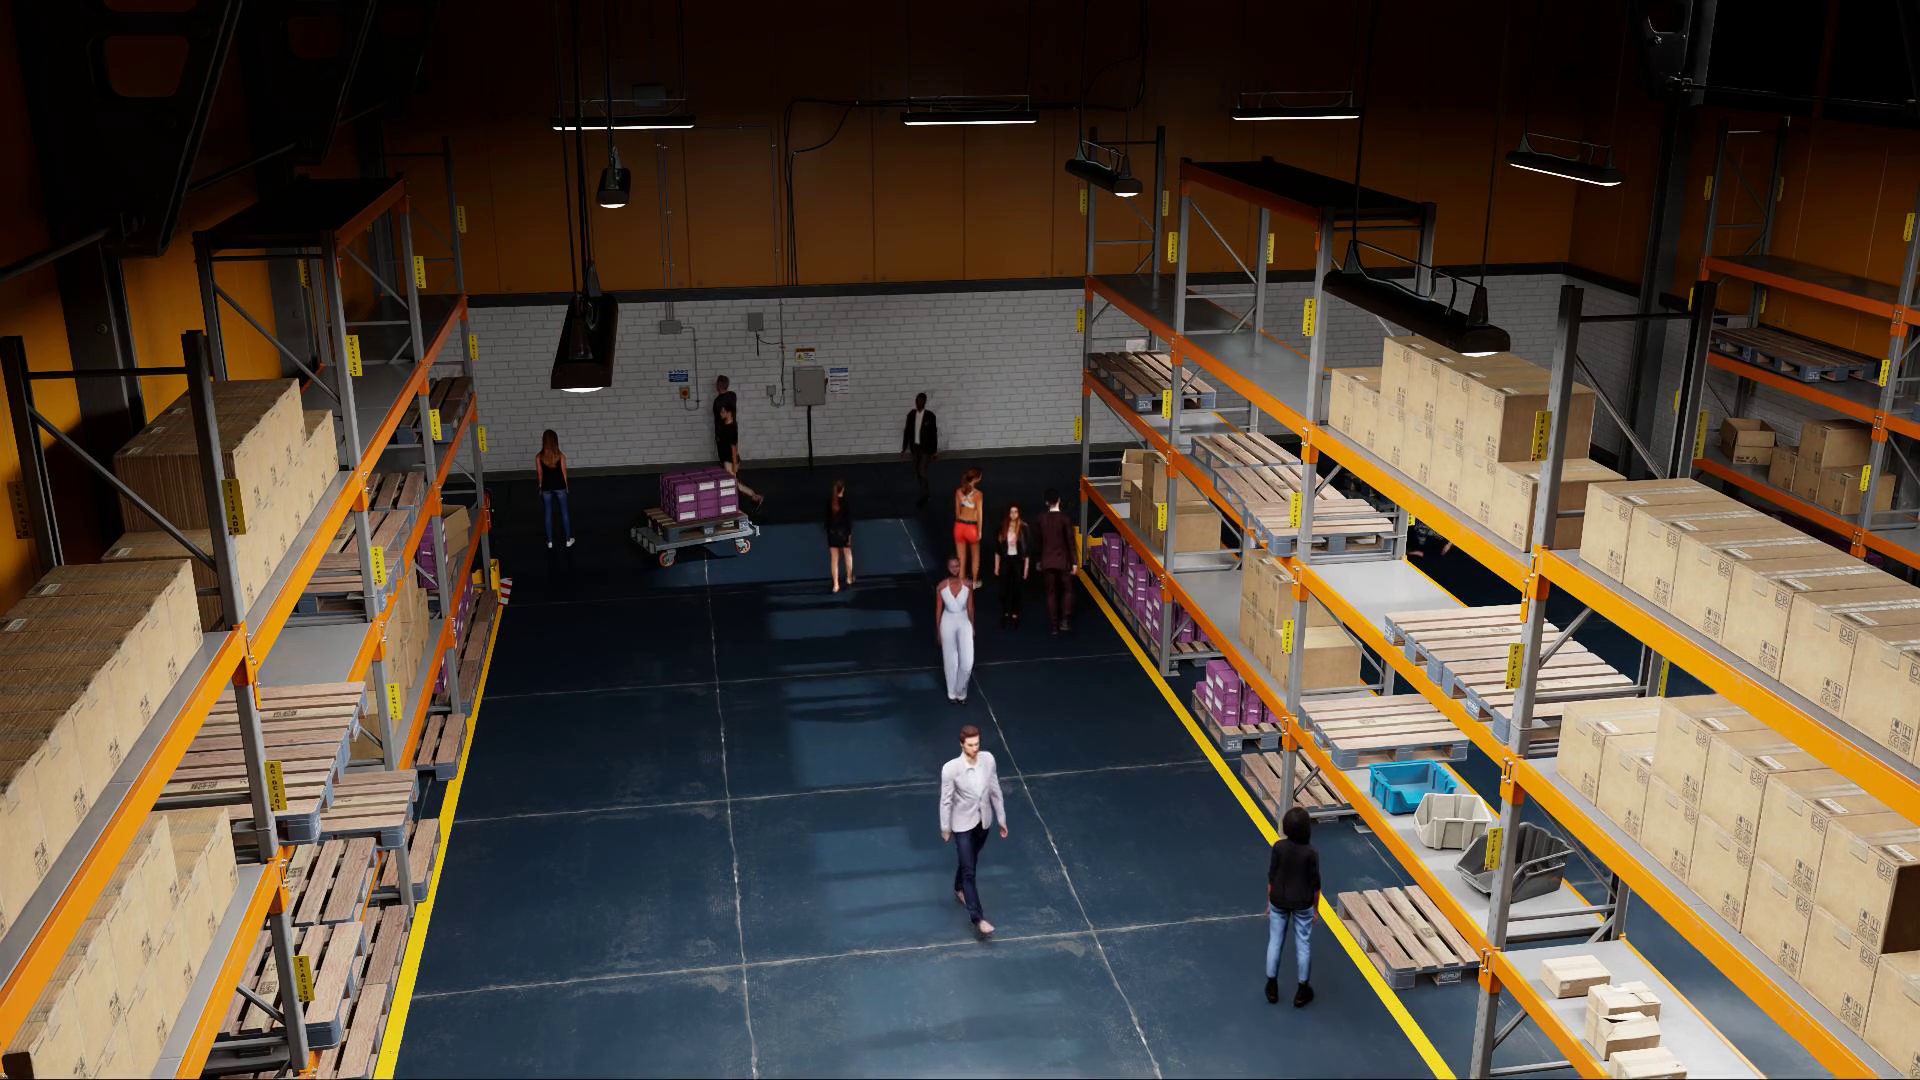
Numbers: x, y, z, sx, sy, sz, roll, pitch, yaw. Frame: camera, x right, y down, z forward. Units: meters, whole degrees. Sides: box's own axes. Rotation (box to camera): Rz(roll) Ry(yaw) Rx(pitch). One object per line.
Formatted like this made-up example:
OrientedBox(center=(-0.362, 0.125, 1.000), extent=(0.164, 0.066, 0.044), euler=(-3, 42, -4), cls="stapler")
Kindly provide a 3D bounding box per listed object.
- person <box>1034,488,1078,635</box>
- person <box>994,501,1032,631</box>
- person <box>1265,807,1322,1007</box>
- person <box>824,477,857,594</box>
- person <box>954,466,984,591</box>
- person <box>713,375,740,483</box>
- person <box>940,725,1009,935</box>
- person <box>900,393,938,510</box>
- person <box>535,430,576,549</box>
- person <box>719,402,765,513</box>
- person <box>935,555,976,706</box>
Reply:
OrientedBox(center=(1.201, 0.287, 20.689), extent=(0.842, 1.847, 0.842), euler=(9, 21, 25), cls="person")
OrientedBox(center=(0.676, 0.287, 20.923), extent=(0.698, 1.697, 0.717), euler=(3, 19, 9), cls="person")
OrientedBox(center=(2.630, 2.893, 13.178), extent=(0.660, 1.701, 0.677), euler=(6, 20, 17), cls="person")
OrientedBox(center=(-1.641, -0.050, 22.182), extent=(0.675, 1.533, 0.879), euler=(2, 19, 5), cls="person")
OrientedBox(center=(0.071, -0.073, 21.885), extent=(0.844, 1.765, 0.954), euler=(5, 19, 16), cls="person")
OrientedBox(center=(-3.771, -1.758, 26.770), extent=(0.863, 1.842, 0.750), euler=(8, 20, 21), cls="person")
OrientedBox(center=(0.060, 2.422, 14.417), extent=(0.950, 1.804, 1.251), euler=(-11, 21, -29), cls="person")
OrientedBox(center=(-0.557, -1.418, 25.858), extent=(0.936, 1.779, 1.003), euler=(12, 22, 31), cls="person")
OrientedBox(center=(-5.848, -0.739, 23.933), extent=(0.607, 1.720, 0.534), euler=(-2, 19, -6), cls="person")
OrientedBox(center=(-3.368, -1.180, 25.060), extent=(0.760, 1.837, 0.987), euler=(-5, 19, -15), cls="person")
OrientedBox(center=(-0.065, 0.994, 18.709), extent=(0.617, 1.771, 0.685), euler=(-2, 19, -7), cls="person")
